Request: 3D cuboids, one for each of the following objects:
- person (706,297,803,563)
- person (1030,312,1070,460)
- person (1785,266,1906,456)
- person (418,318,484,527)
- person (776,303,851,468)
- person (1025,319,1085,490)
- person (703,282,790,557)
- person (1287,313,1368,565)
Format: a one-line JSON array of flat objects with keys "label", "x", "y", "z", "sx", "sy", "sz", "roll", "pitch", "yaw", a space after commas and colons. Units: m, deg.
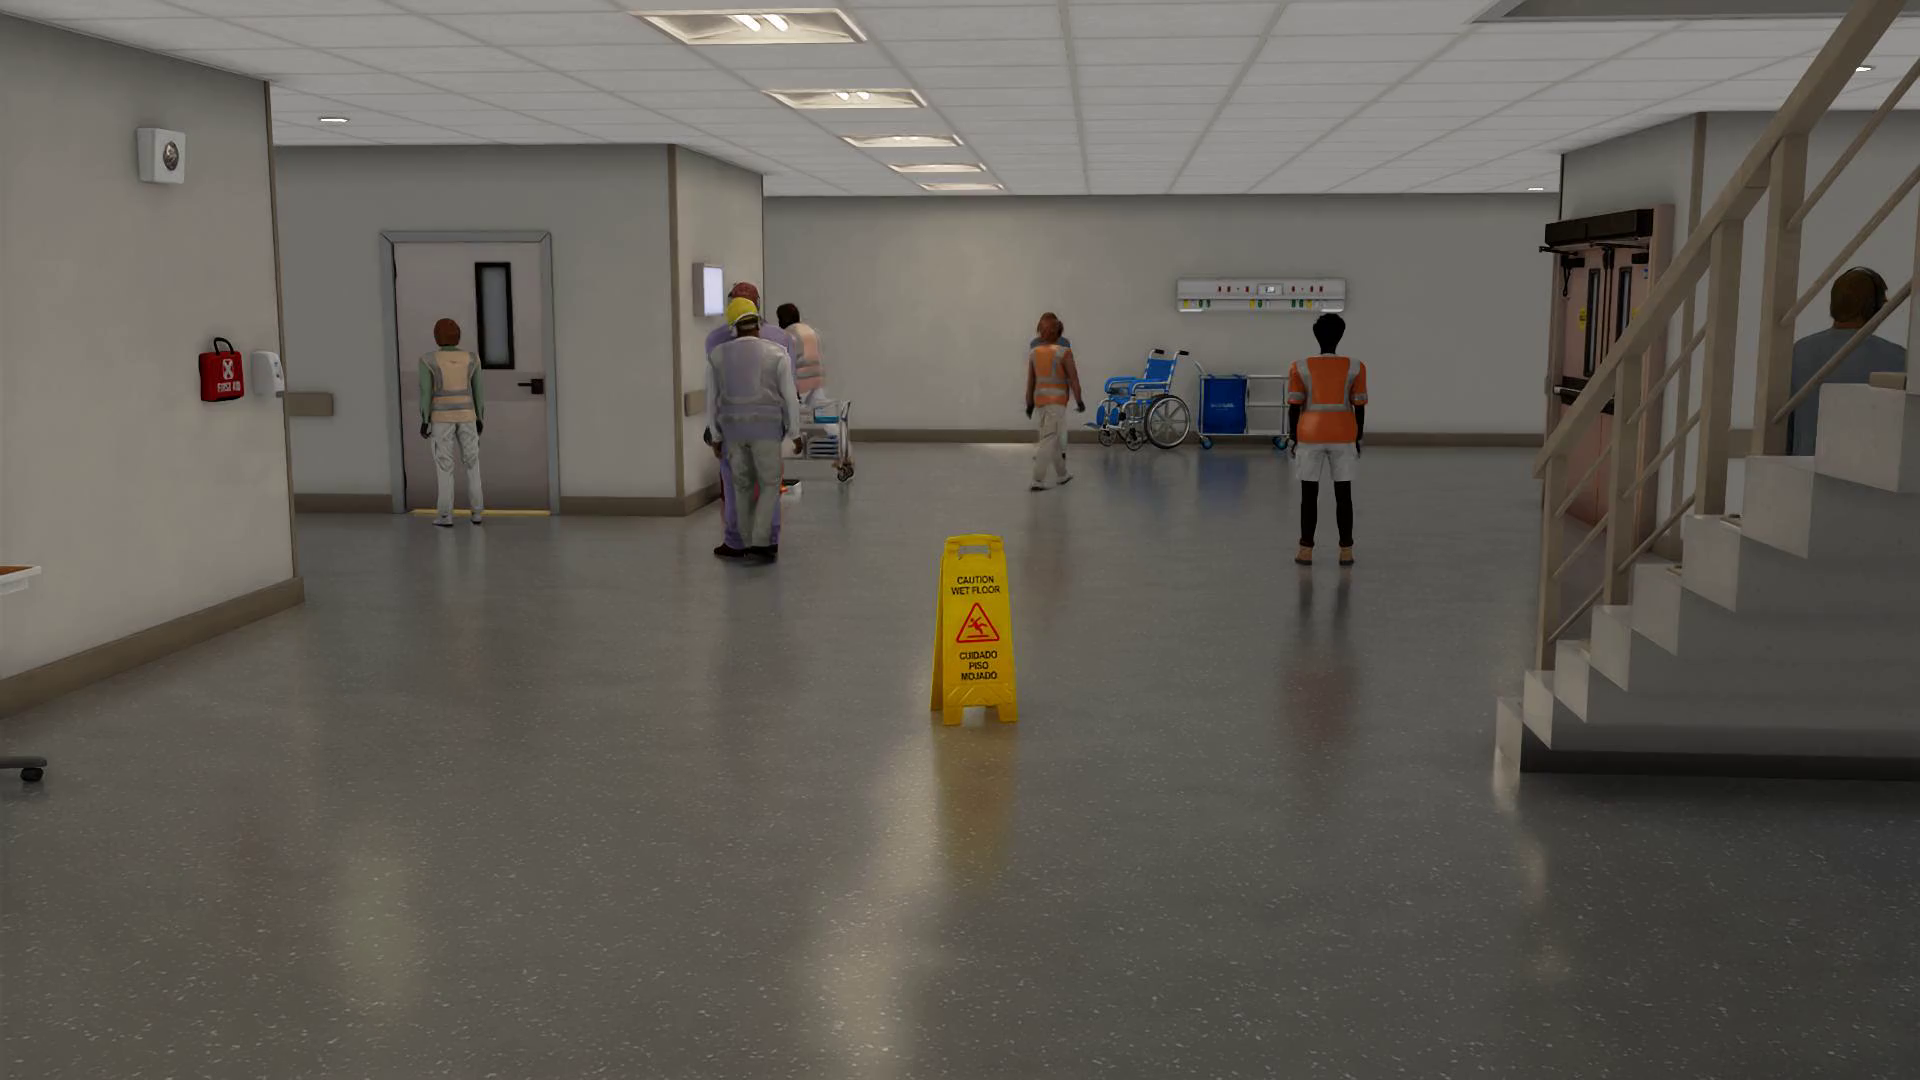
[{"label": "person", "x": -1.398, "y": -0.739, "z": 11.262, "sx": 0.632, "sy": 1.803, "sz": 0.483, "roll": 1, "pitch": 8, "yaw": 9}, {"label": "person", "x": 0.981, "y": -1.678, "z": 18.246, "sx": 0.507, "sy": 1.632, "sz": 0.268, "roll": -4, "pitch": 9, "yaw": -25}, {"label": "person", "x": 3.767, "y": -0.192, "z": 7.126, "sx": 0.364, "sy": 1.937, "sz": 0.634, "roll": -5, "pitch": 10, "yaw": -28}, {"label": "person", "x": -3.997, "y": -0.922, "z": 13.096, "sx": 0.517, "sy": 1.636, "sz": 0.313, "roll": -6, "pitch": 10, "yaw": -36}, {"label": "person", "x": -1.628, "y": -1.618, "z": 17.521, "sx": 1.125, "sy": 1.749, "sz": 0.640, "roll": 5, "pitch": 10, "yaw": 31}, {"label": "person", "x": 0.890, "y": -1.277, "z": 15.666, "sx": 0.819, "sy": 1.597, "sz": 0.507, "roll": -8, "pitch": 11, "yaw": -43}, {"label": "person", "x": -1.500, "y": -0.836, "z": 11.601, "sx": 0.653, "sy": 1.906, "sz": 0.408, "roll": -6, "pitch": 10, "yaw": -35}, {"label": "person", "x": 2.459, "y": -0.669, "z": 11.176, "sx": 0.537, "sy": 1.695, "sz": 0.320, "roll": 1, "pitch": 8, "yaw": 7}]
